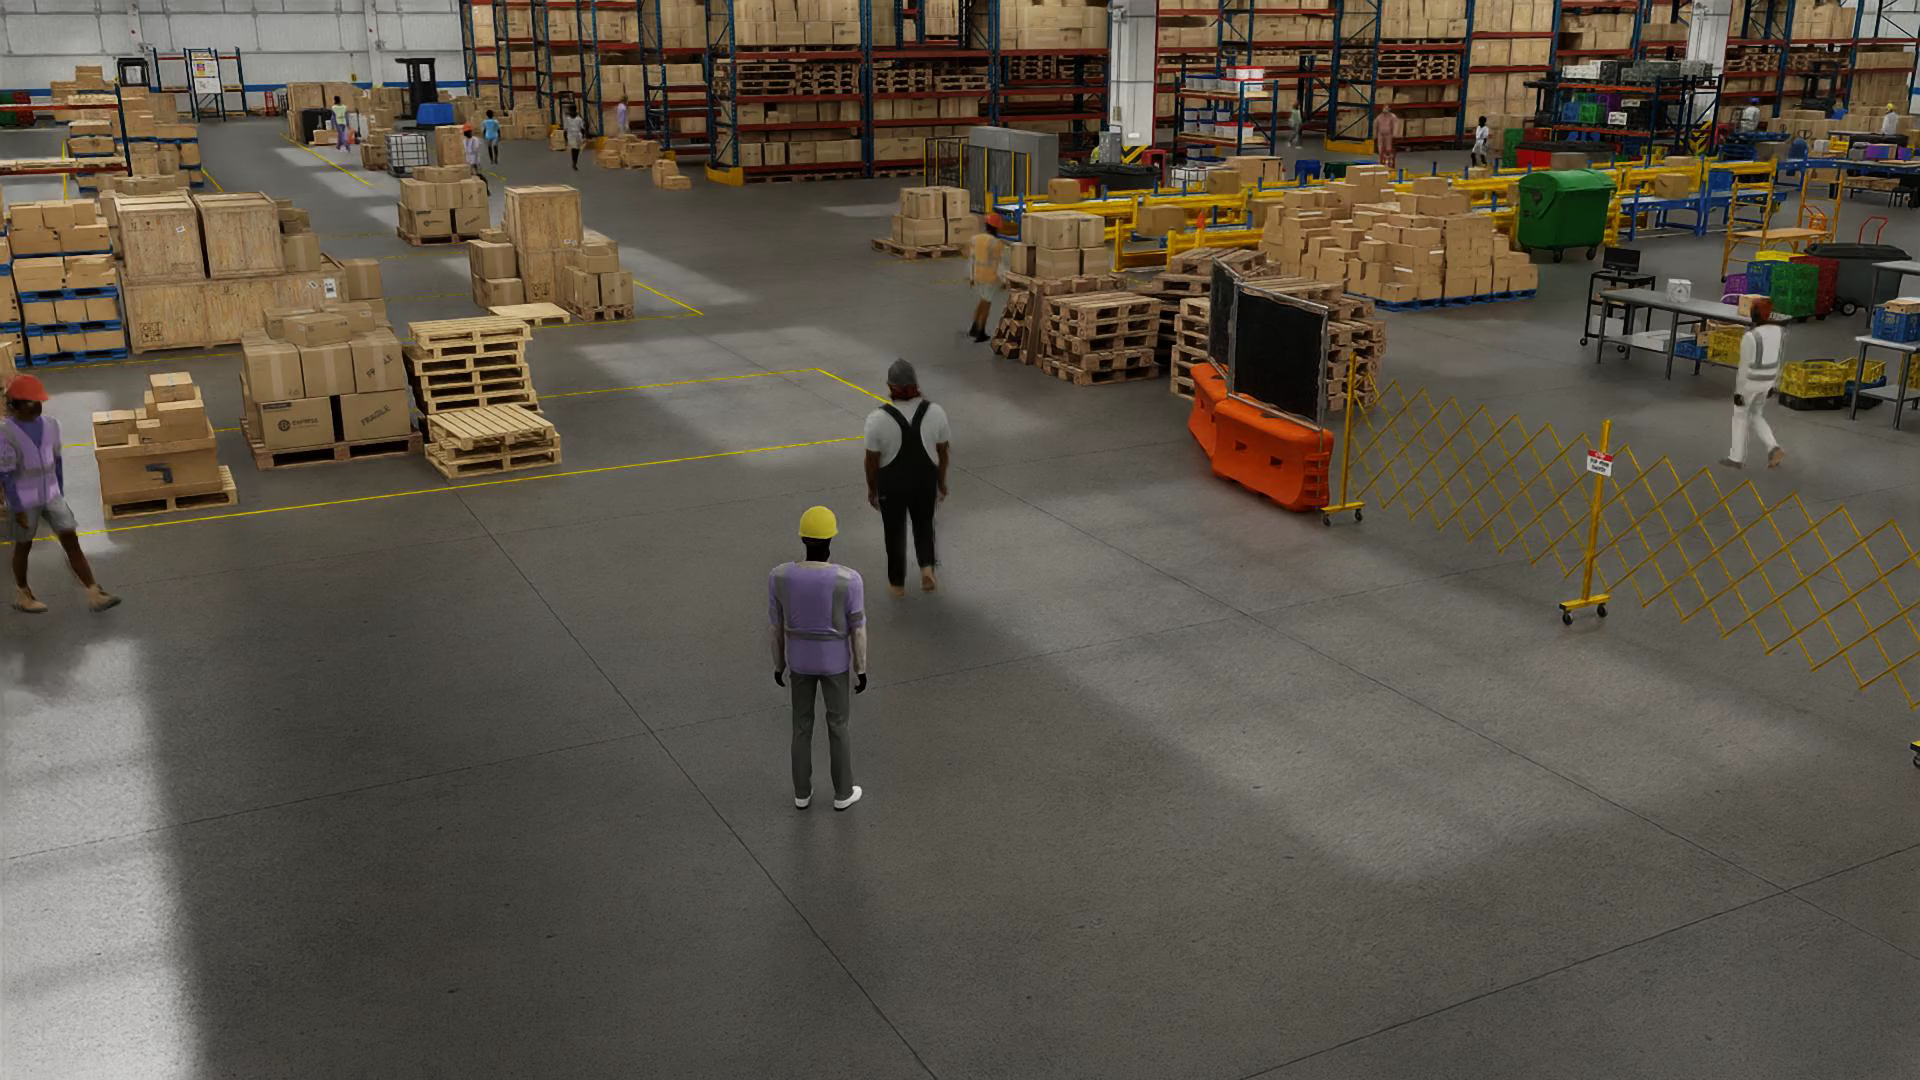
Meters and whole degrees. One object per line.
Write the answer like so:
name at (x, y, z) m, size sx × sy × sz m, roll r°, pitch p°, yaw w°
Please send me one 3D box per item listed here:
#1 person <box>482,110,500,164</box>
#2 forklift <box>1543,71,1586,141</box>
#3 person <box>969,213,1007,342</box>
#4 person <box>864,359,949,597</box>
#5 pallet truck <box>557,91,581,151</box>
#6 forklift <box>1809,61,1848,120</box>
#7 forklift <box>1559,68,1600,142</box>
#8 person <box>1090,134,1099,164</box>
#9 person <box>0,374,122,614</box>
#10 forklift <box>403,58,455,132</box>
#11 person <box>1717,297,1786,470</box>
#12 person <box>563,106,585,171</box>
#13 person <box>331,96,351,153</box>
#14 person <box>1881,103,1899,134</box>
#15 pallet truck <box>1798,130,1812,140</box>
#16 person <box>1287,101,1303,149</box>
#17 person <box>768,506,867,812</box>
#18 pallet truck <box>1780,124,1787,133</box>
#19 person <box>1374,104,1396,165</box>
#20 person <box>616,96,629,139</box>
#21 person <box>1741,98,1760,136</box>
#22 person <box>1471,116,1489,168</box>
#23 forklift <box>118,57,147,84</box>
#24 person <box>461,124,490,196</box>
person at (-14.697, -12.648, 52.189) m, size 0.543 × 1.677 × 0.640 m, roll -6°, pitch 19°, yaw -17°
forklift at (18.685, -13.231, 52.085) m, size 1.873 × 2.768 × 1.129 m, roll -9°, pitch 20°, yaw -26°
person at (0.413, -3.847, 24.416) m, size 0.572 × 1.901 × 0.445 m, roll 16°, pitch 24°, yaw 40°
person at (-0.462, -0.510, 13.778) m, size 0.707 × 2.000 × 0.545 m, roll -4°, pitch 18°, yaw -14°
pallet truck at (-13.495, -14.412, 57.188) m, size 0.823 × 1.965 × 1.885 m, roll -3°, pitch 18°, yaw -9°
forklift at (32.055, -16.358, 61.832) m, size 1.873 × 2.768 × 1.129 m, roll -9°, pitch 20°, yaw -26°
forklift at (20.327, -14.233, 55.206) m, size 1.873 × 2.768 × 1.129 m, roll -9°, pitch 20°, yaw -26°
person at (3.427, -9.344, 41.867) m, size 0.316 × 1.700 × 0.540 m, roll 1°, pitch 18°, yaw 4°
person at (-7.323, -0.329, 13.297) m, size 1.034 × 1.991 × 0.634 m, roll 8°, pitch 20°, yaw 25°
forklift at (-21.159, -17.686, 65.970) m, size 1.873 × 2.768 × 1.129 m, roll 11°, pitch 21°, yaw 31°
person at (8.409, -1.617, 17.506) m, size 0.597 × 1.869 × 0.595 m, roll -8°, pitch 19°, yaw -22°
person at (-11.694, -12.183, 50.376) m, size 0.613 × 1.924 × 0.964 m, roll -11°, pitch 21°, yaw -32°
person at (-21.040, -14.112, 56.463) m, size 0.976 × 1.878 × 0.603 m, roll 12°, pitch 21°, yaw 32°
person at (29.572, -12.994, 53.052) m, size 0.611 × 1.816 × 0.420 m, roll -9°, pitch 20°, yaw -25°
pallet truck at (25.526, -11.556, 49.408) m, size 1.630 × 1.274 × 0.653 m, roll -9°, pitch 20°, yaw -26°
person at (11.754, -14.520, 58.138) m, size 0.655 × 1.611 × 0.519 m, roll 13°, pitch 22°, yaw 35°
person at (-0.852, 0.726, 10.105) m, size 0.594 × 1.925 × 0.369 m, roll 2°, pitch 18°, yaw 7°
pallet truck at (25.206, -12.542, 52.601) m, size 1.601 × 1.201 × 0.680 m, roll 0°, pitch 18°, yaw -2°
person at (13.162, -12.532, 51.507) m, size 0.657 × 1.884 × 0.526 m, roll 6°, pitch 19°, yaw 18°
person at (-11.478, -14.073, 56.285) m, size 0.637 × 1.910 × 0.647 m, roll -6°, pitch 19°, yaw -19°
person at (26.183, -13.703, 55.167) m, size 1.035 × 1.894 × 0.596 m, roll -14°, pitch 23°, yaw -38°
person at (15.241, -11.608, 48.947) m, size 0.656 × 1.671 × 0.557 m, roll -7°, pitch 19°, yaw -22°
forklift at (-32.900, -17.826, 66.408) m, size 1.129 × 2.768 × 1.873 m, roll -9°, pitch 20°, yaw -26°
person at (-12.584, -9.772, 42.908) m, size 0.563 × 1.894 × 0.988 m, roll 9°, pitch 20°, yaw 26°
